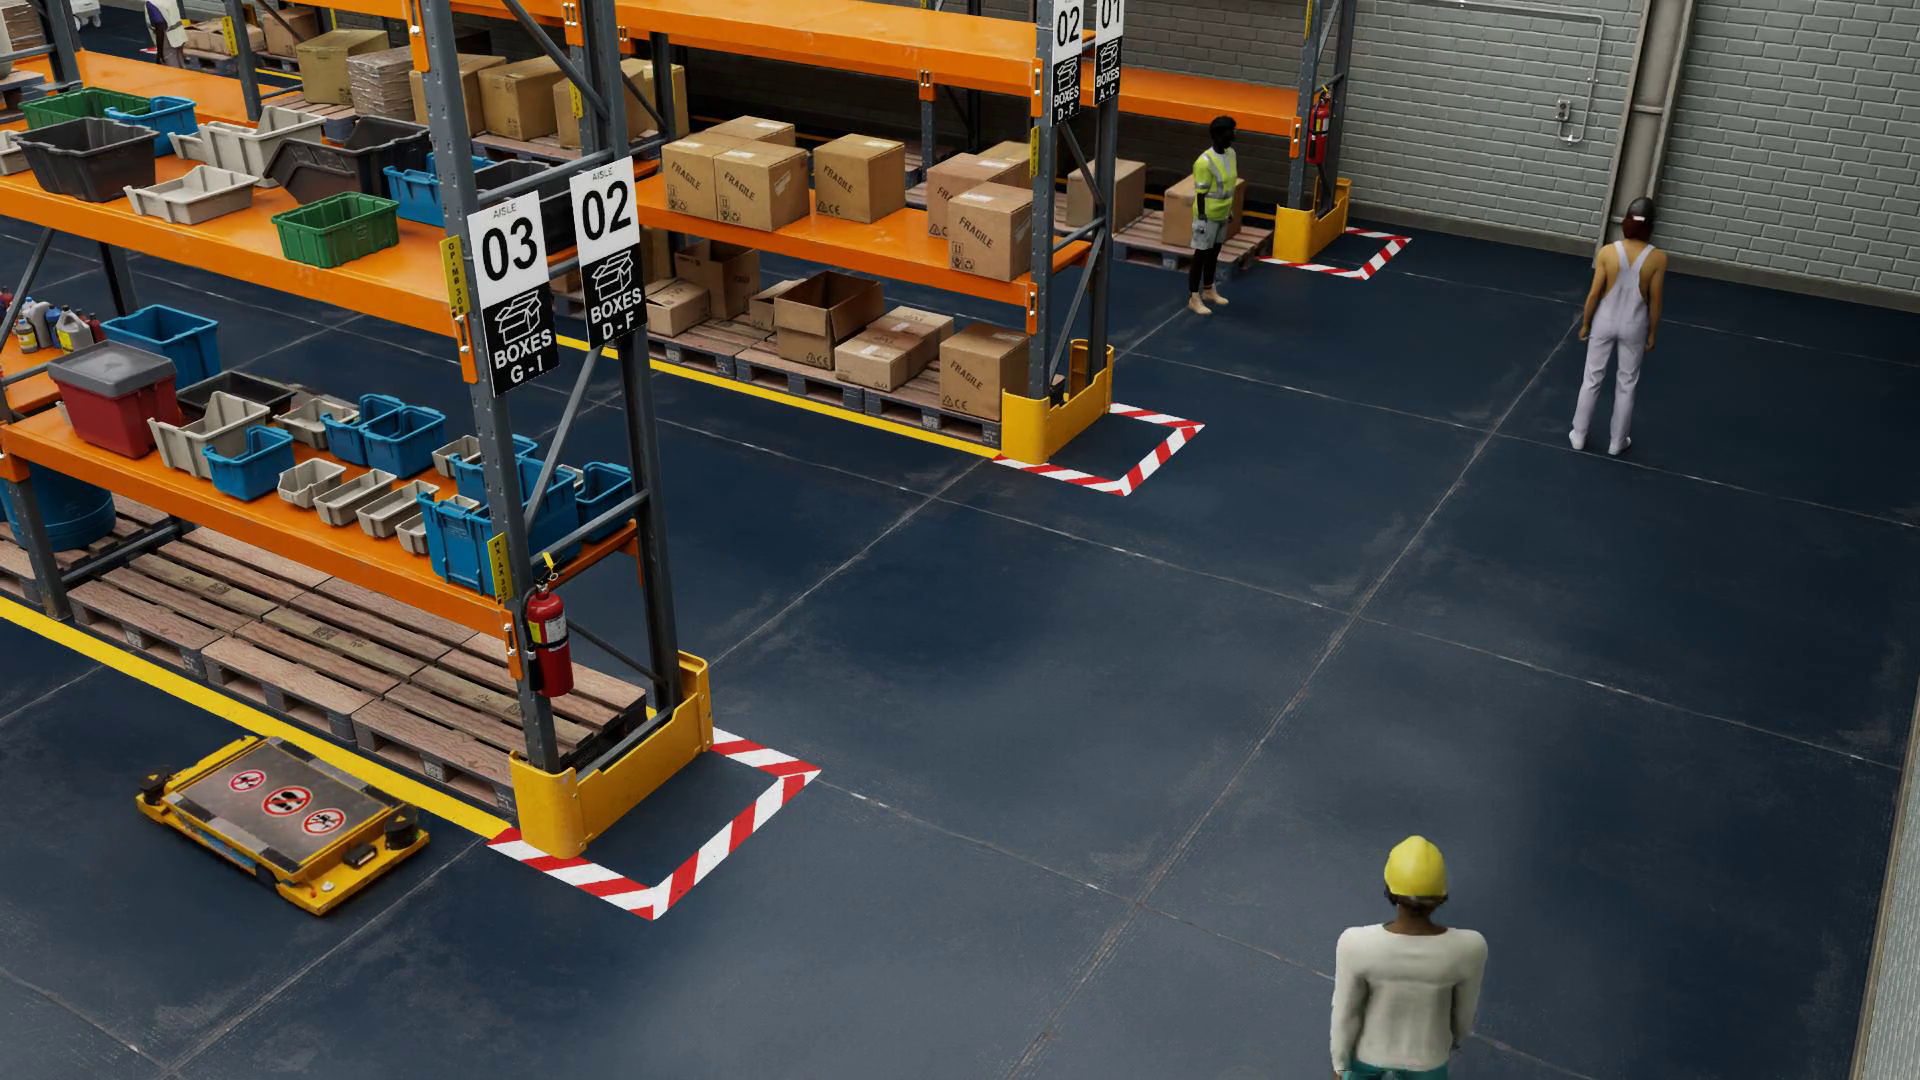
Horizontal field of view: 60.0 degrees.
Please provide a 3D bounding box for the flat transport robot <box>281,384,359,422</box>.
[{"bbox_3d":[-4.814,-0.835,12.131,1.431,0.231,0.659,18,34,30],"label":"flat transport robot"}]

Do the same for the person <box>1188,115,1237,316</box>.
[{"bbox_3d":[2.155,-2.765,14.126,0.318,1.696,0.532,21,35,33],"label":"person"}]

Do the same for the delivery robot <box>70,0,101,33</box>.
[{"bbox_3d":[-12.834,-7.664,24.065,0.506,0.570,0.742,14,32,23],"label":"delivery robot"}]

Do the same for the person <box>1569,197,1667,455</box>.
[{"bbox_3d":[4.648,-1.504,11.699,0.504,1.860,0.385,12,31,21],"label":"person"}]

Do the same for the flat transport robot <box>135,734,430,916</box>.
[{"bbox_3d":[-3.360,1.350,8.211,1.431,0.231,0.659,18,34,29],"label":"flat transport robot"}]

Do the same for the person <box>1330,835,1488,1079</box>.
[{"bbox_3d":[1.545,1.818,5.862,0.513,1.740,0.800,5,30,9],"label":"person"}]

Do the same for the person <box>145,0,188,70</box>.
[{"bbox_3d":[-9.164,-5.722,19.280,0.391,1.846,0.564,-1,29,-2],"label":"person"}]
